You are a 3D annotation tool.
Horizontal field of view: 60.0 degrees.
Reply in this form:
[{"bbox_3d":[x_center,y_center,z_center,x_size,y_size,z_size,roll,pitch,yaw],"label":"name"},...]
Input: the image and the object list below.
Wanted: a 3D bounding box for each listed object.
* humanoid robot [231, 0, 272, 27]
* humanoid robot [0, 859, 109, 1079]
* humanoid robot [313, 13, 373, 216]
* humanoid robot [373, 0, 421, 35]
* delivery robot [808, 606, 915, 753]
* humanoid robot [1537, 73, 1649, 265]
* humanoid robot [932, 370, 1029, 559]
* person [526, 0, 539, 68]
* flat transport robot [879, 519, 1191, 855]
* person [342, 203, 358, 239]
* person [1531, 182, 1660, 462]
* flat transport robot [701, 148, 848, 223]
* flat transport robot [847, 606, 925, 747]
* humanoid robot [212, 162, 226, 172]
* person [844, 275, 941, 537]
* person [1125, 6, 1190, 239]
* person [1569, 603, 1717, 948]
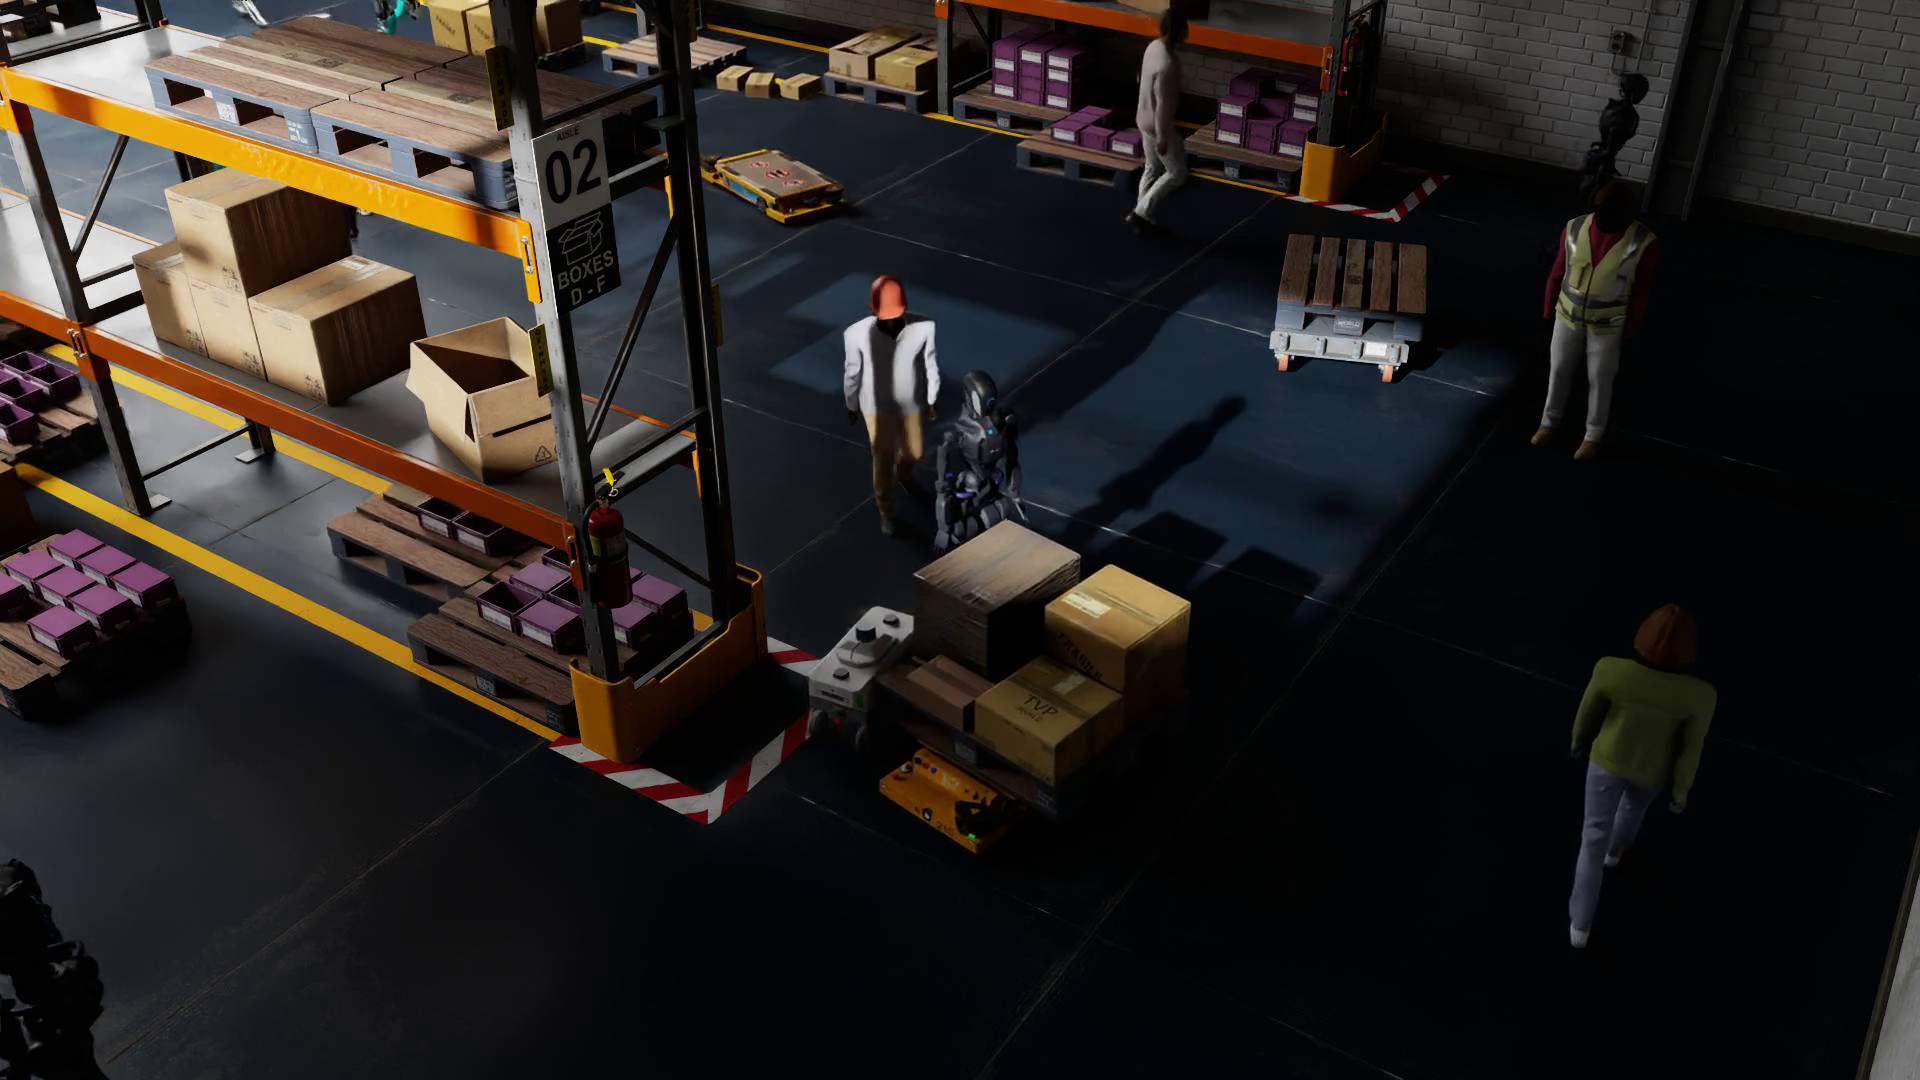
[{"bbox_3d":[-8.324,-6.727,18.921,1.029,1.765,0.536,27,42,35],"label":"humanoid robot"},{"bbox_3d":[-3.296,1.707,5.993,0.756,1.623,0.608,-5,33,-7],"label":"humanoid robot"},{"bbox_3d":[-5.336,-3.572,14.106,0.555,1.882,0.799,-25,41,-33],"label":"humanoid robot"},{"bbox_3d":[-5.883,-5.475,16.999,1.056,1.761,0.552,23,40,31],"label":"humanoid robot"},{"bbox_3d":[-0.476,0.672,8.571,0.499,0.587,0.785,15,36,22],"label":"delivery robot"},{"bbox_3d":[5.030,-2.877,13.050,0.699,1.640,0.620,15,36,22],"label":"humanoid robot"},{"bbox_3d":[0.089,-0.185,8.867,0.609,1.647,0.351,-25,40,-33],"label":"humanoid robot"},{"bbox_3d":[-3.928,-4.283,14.915,0.421,1.952,0.488,4,33,6],"label":"person"},{"bbox_3d":[0.325,1.002,8.333,0.659,0.231,1.431,27,42,35],"label":"flat transport robot"},{"bbox_3d":[-4.555,-2.243,11.890,0.551,1.825,0.409,-16,36,-23],"label":"person"},{"bbox_3d":[4.013,-1.401,10.597,0.634,1.831,0.430,23,40,31],"label":"person"},{"bbox_3d":[-1.658,-3.162,14.732,0.659,0.231,1.431,-22,39,-30],"label":"flat transport robot"},{"bbox_3d":[-0.039,0.754,8.714,0.659,0.231,1.431,-14,35,-20],"label":"flat transport robot"},{"bbox_3d":[-5.479,-2.335,12.128,0.810,1.786,0.537,4,33,6],"label":"humanoid robot"},{"bbox_3d":[-0.408,-0.864,9.890,0.572,1.700,0.669,-7,34,-11],"label":"person"},{"bbox_3d":[1.653,-3.356,13.516,0.448,1.919,0.645,-2,33,-3],"label":"person"},{"bbox_3d":[2.880,0.976,7.161,0.508,1.584,0.886,13,35,19],"label":"person"}]
